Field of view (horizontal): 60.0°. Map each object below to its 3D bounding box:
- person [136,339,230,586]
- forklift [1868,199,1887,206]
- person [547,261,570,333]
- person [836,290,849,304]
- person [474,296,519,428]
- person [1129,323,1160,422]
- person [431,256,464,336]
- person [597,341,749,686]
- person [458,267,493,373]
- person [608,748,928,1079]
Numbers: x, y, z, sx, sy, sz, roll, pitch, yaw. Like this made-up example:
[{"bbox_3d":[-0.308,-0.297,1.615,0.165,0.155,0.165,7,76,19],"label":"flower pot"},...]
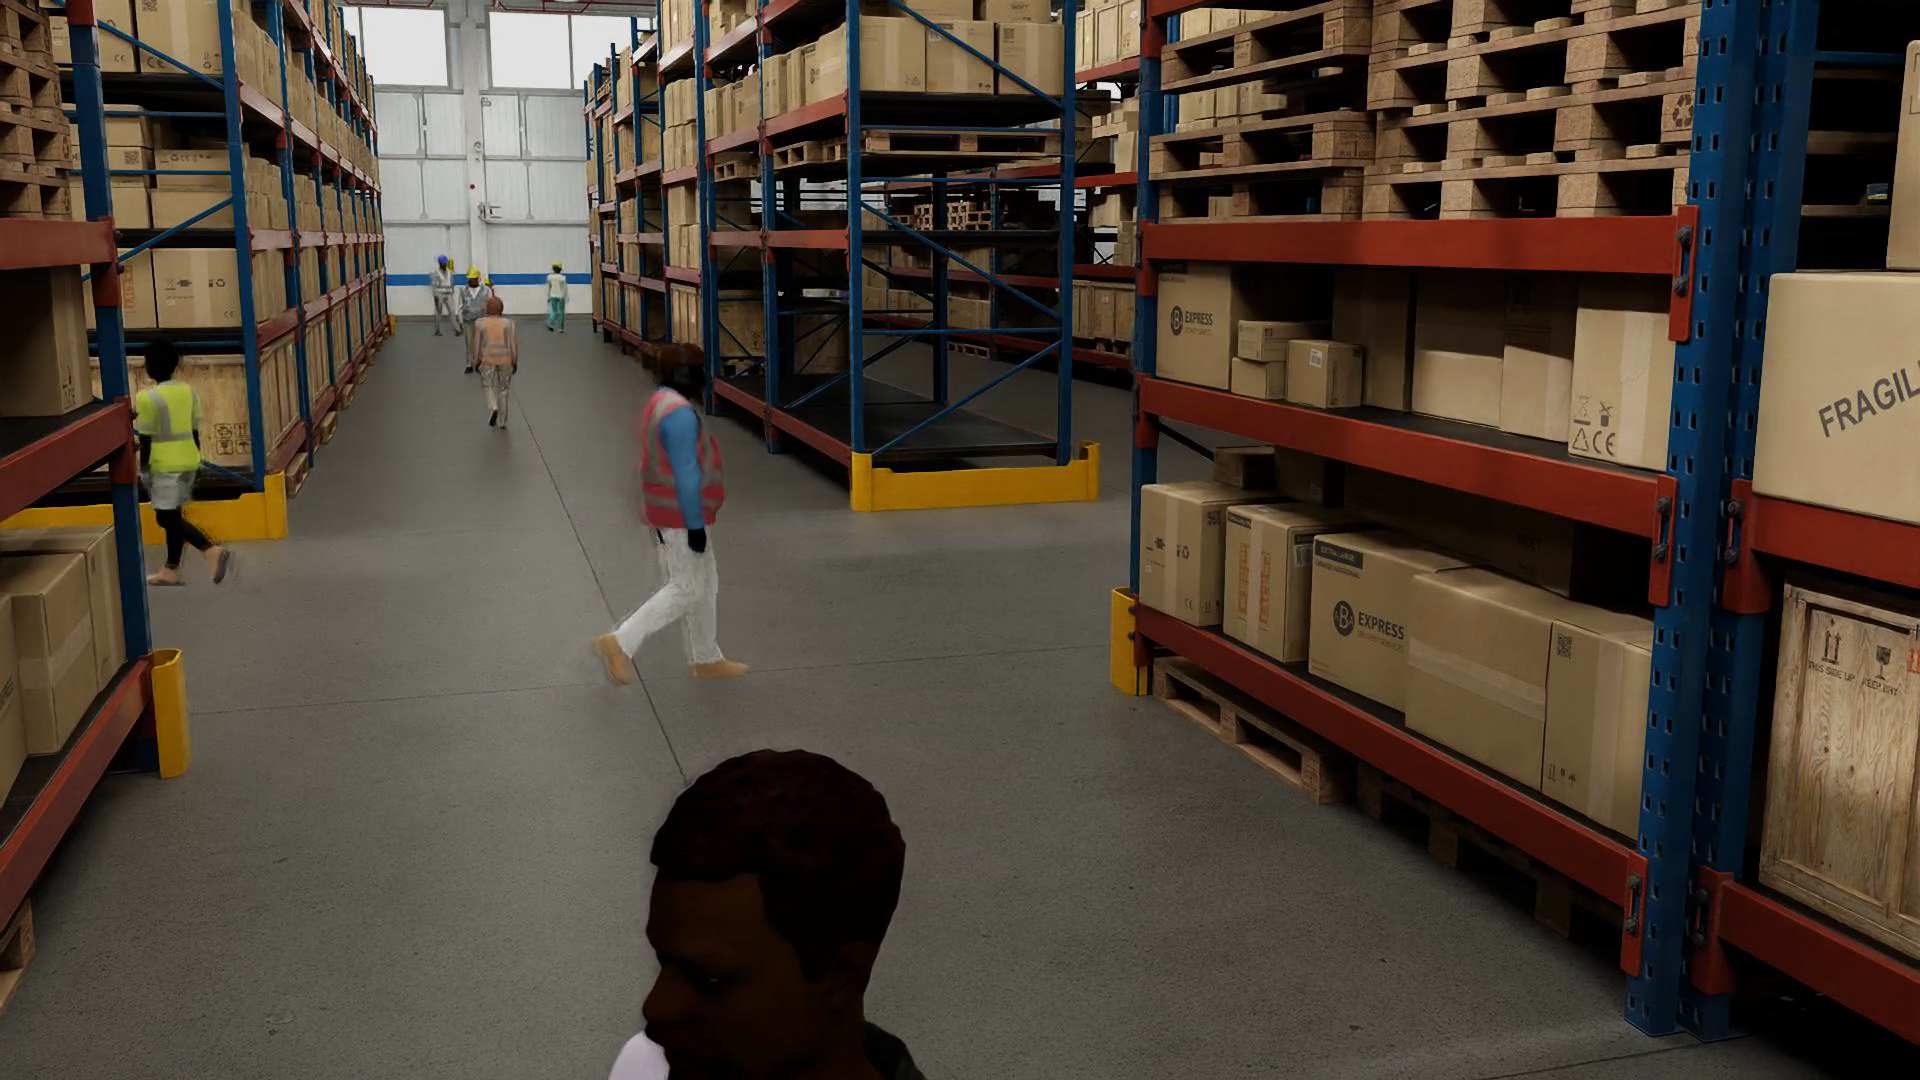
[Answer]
[{"bbox_3d":[-5.173,-0.492,11.062,0.707,1.673,0.548,3,11,14],"label":"person"},{"bbox_3d":[11.338,-2.915,21.052,1.129,2.768,1.873,-3,11,-17],"label":"forklift"},{"bbox_3d":[-9.869,-5.964,40.874,0.535,1.751,0.375,3,11,15],"label":"person"},{"bbox_3d":[-2.519,-5.236,36.364,0.377,1.932,0.551,5,11,24],"label":"person"},{"bbox_3d":[-5.688,-2.175,20.426,0.534,1.623,0.370,-3,11,-18],"label":"person"},{"bbox_3d":[2.283,-2.087,19.974,0.512,1.612,0.582,1,10,5],"label":"person"},{"bbox_3d":[-12.185,-5.762,39.352,0.981,1.892,0.638,9,14,41],"label":"person"},{"bbox_3d":[-1.506,-0.124,8.656,0.719,1.820,0.627,-3,11,-15],"label":"person"},{"bbox_3d":[-8.352,-3.786,28.707,0.596,1.828,0.403,-1,10,-8],"label":"person"},{"bbox_3d":[-0.132,1.116,1.589,0.587,1.920,0.391,9,14,41],"label":"person"}]
